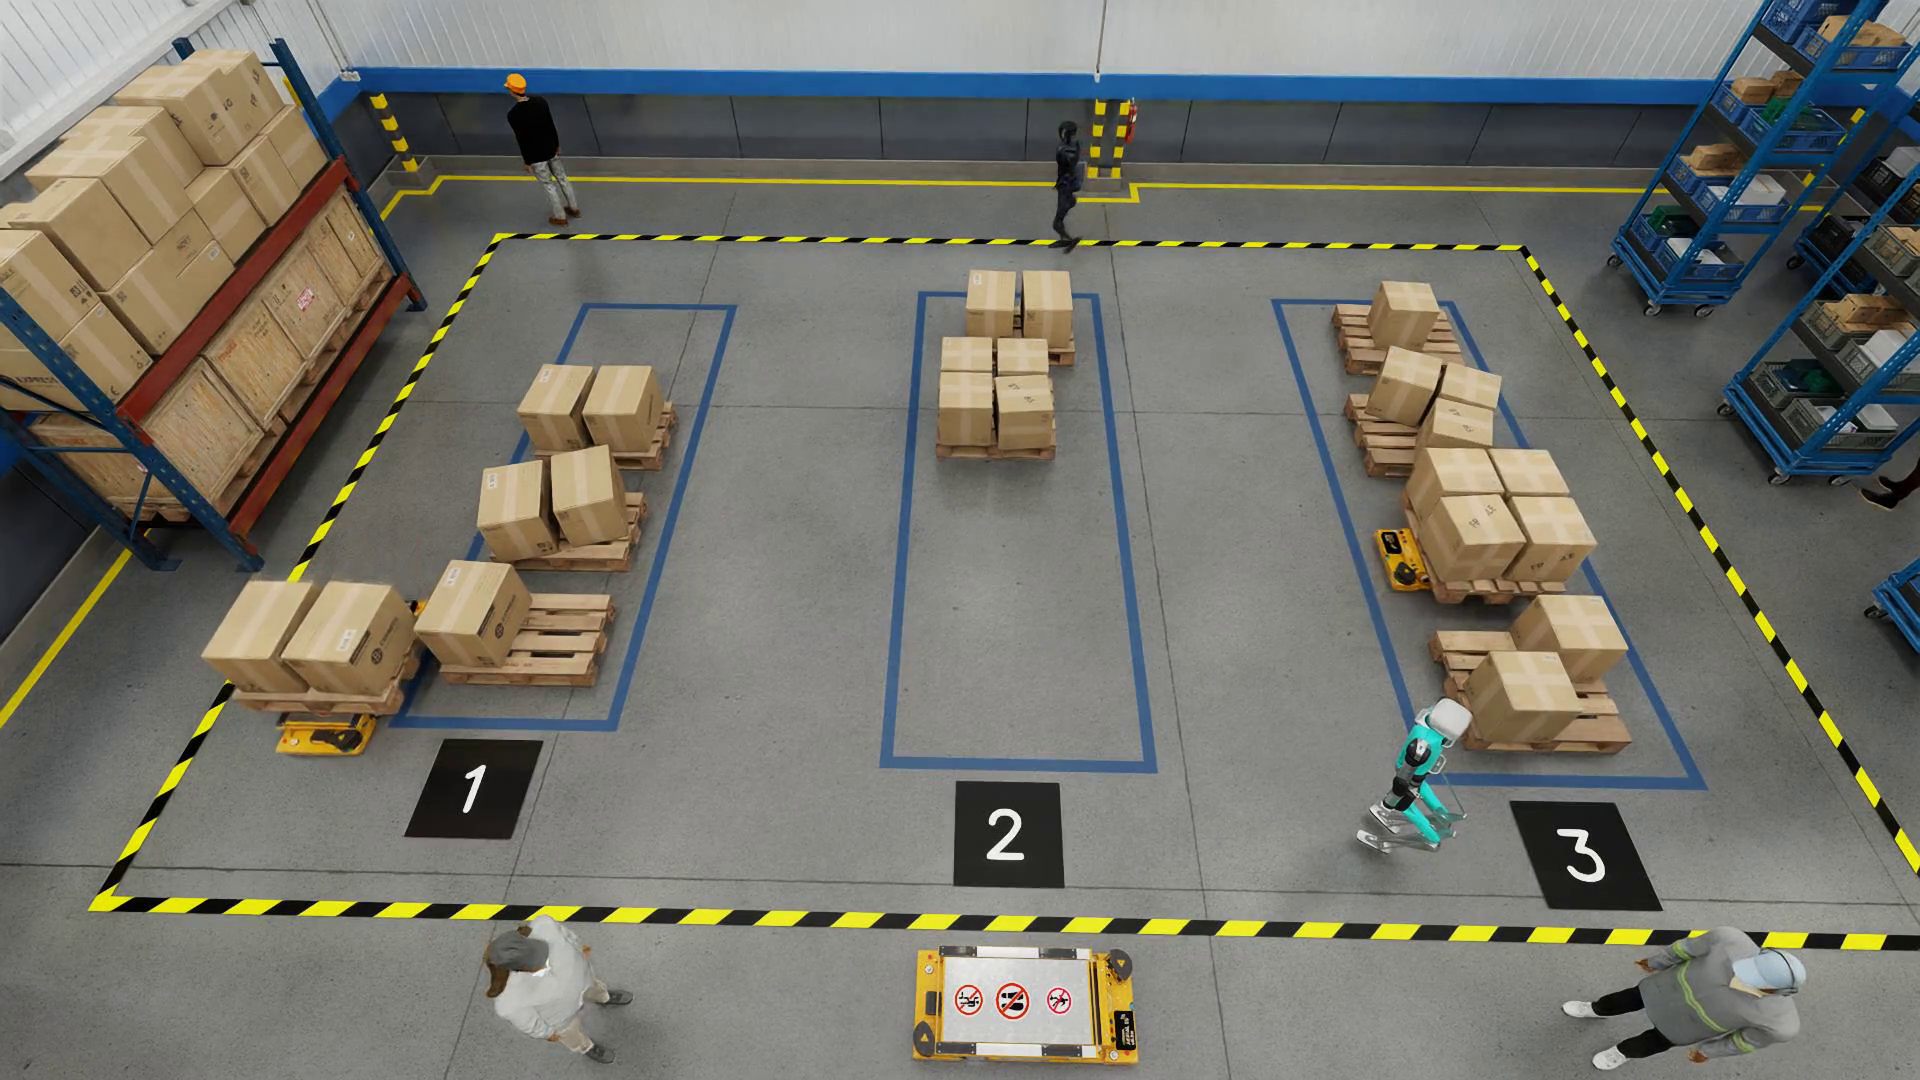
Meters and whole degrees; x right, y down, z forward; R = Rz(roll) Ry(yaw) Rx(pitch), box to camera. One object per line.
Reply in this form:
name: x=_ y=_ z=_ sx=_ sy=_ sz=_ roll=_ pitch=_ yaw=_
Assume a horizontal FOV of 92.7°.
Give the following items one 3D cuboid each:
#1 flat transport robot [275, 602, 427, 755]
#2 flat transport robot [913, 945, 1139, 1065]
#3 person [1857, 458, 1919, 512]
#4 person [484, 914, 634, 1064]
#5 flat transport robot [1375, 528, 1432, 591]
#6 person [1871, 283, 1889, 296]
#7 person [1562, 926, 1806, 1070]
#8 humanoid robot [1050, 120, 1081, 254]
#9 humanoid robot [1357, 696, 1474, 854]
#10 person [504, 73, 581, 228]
flat transport robot: x=-5.020 y=1.082 z=7.586 sx=0.652 sy=0.197 sz=1.431 roll=1 pitch=51 yaw=1
flat transport robot: x=0.422 y=3.041 z=6.007 sx=1.431 sy=0.231 sz=0.659 roll=1 pitch=51 yaw=1
person: x=9.026 y=-1.022 z=8.226 sx=0.605 sy=1.963 sz=0.373 roll=-22 pitch=54 yaw=-17
person: x=-2.349 y=2.631 z=5.371 sx=0.401 sy=1.768 sz=0.573 roll=6 pitch=51 yaw=5
flat transport robot: x=4.609 y=0.154 z=8.343 sx=1.431 sy=0.197 sz=0.652 roll=1 pitch=51 yaw=1
person: x=10.308 y=-3.001 z=9.855 sx=0.627 sy=1.940 sz=0.371 roll=3 pitch=51 yaw=2
person: x=4.169 y=2.678 z=5.284 sx=0.400 sy=1.847 sz=0.587 roll=-7 pitch=51 yaw=-5
humanoid robot: x=1.294 y=-4.238 z=11.030 sx=0.374 sy=1.642 sz=0.616 roll=-6 pitch=51 yaw=-5
humanoid robot: x=3.143 y=1.684 z=6.081 sx=0.735 sy=1.673 sz=0.533 roll=35 pitch=59 yaw=25
person: x=-5.195 y=-4.809 z=11.364 sx=0.369 sy=1.883 sz=0.591 roll=22 pitch=54 yaw=17
